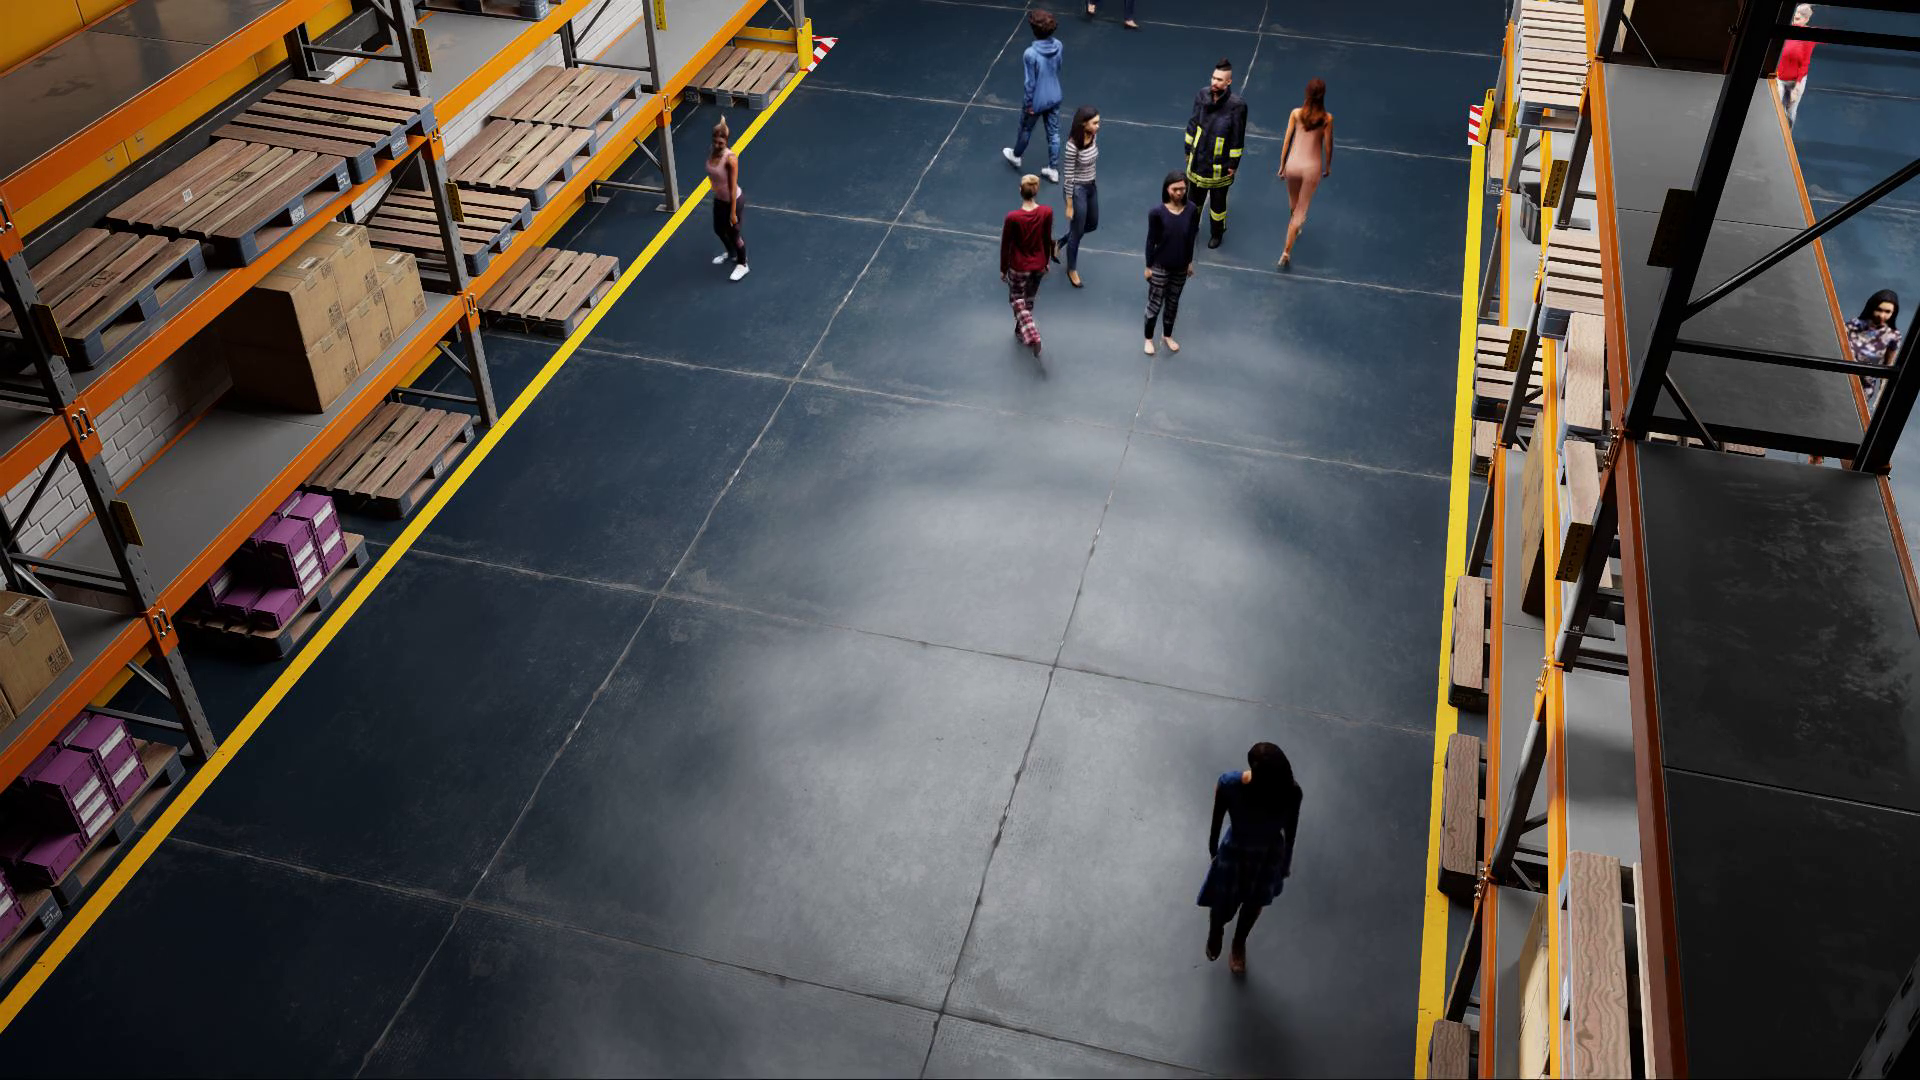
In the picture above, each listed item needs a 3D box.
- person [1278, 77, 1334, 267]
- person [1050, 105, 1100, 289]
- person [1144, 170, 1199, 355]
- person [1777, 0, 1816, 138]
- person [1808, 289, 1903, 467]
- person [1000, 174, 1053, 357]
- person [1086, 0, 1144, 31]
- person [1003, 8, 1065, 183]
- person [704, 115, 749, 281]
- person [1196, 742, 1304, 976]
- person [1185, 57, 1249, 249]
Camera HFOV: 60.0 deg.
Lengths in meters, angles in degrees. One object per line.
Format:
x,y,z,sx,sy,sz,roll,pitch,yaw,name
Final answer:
3.228,-3.436,15.736,0.729,1.781,1.153,15,41,18,person
1.058,-3.209,15.457,0.830,1.774,0.789,29,47,31,person
1.826,-2.439,14.526,0.683,1.733,0.680,-9,40,-11,person
8.787,-4.828,17.581,0.923,1.654,1.172,28,46,30,person
6.952,-1.215,13.005,0.652,1.718,0.824,13,40,15,person
0.606,-2.359,14.467,0.911,1.681,1.014,-13,40,-15,person
1.921,-7.142,20.441,0.889,1.701,1.031,23,44,26,person
0.897,-4.542,17.124,1.054,1.778,1.118,-20,43,-23,person
-2.152,-3.213,15.569,0.803,1.640,0.789,-18,42,-21,person
1.611,1.727,9.259,0.731,1.797,0.745,2,39,2,person
2.450,-3.747,16.063,0.849,1.859,0.834,25,45,28,person
